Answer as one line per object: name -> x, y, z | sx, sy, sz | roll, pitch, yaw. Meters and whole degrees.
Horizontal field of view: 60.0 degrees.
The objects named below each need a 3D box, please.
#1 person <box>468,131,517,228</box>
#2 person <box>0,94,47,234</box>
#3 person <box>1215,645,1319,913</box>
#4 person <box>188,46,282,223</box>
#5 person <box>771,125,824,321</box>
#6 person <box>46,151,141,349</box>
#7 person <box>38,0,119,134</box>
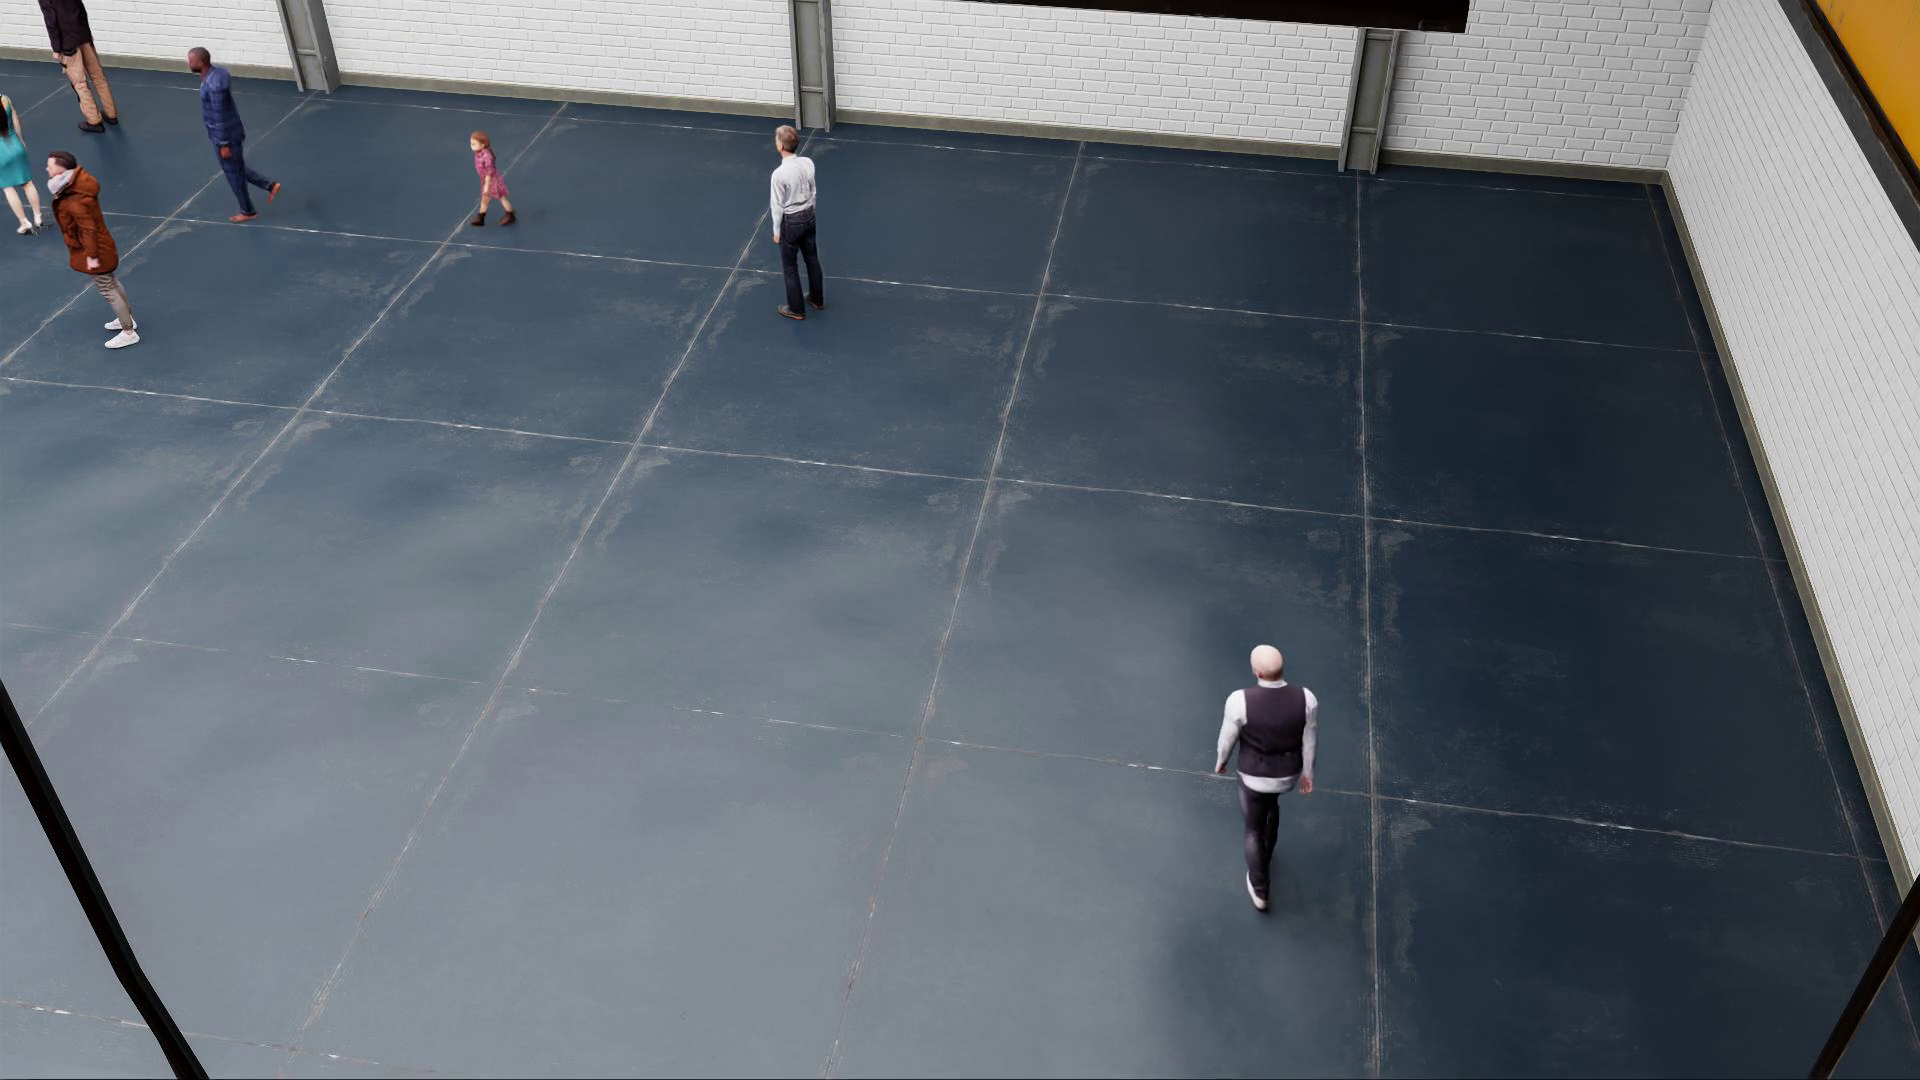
person -> -4.632, -3.605, 16.609 | 0.735, 1.000, 0.699 | -28, 46, -30
person -> -9.334, -3.795, 16.299 | 0.633, 1.683, 0.648 | 24, 44, 27
person -> 1.812, 1.427, 9.679 | 0.882, 1.784, 0.914 | -1, 39, -1
person -> -7.165, -4.019, 16.482 | 0.943, 1.804, 0.866 | -13, 40, -15
person -> -1.483, -2.875, 15.040 | 0.745, 1.816, 0.729 | 30, 47, 32
person -> -7.622, -2.578, 14.651 | 0.858, 1.838, 0.831 | -13, 40, -15
person -> -9.658, -5.404, 18.122 | 0.689, 1.921, 0.752 | 16, 41, 19
